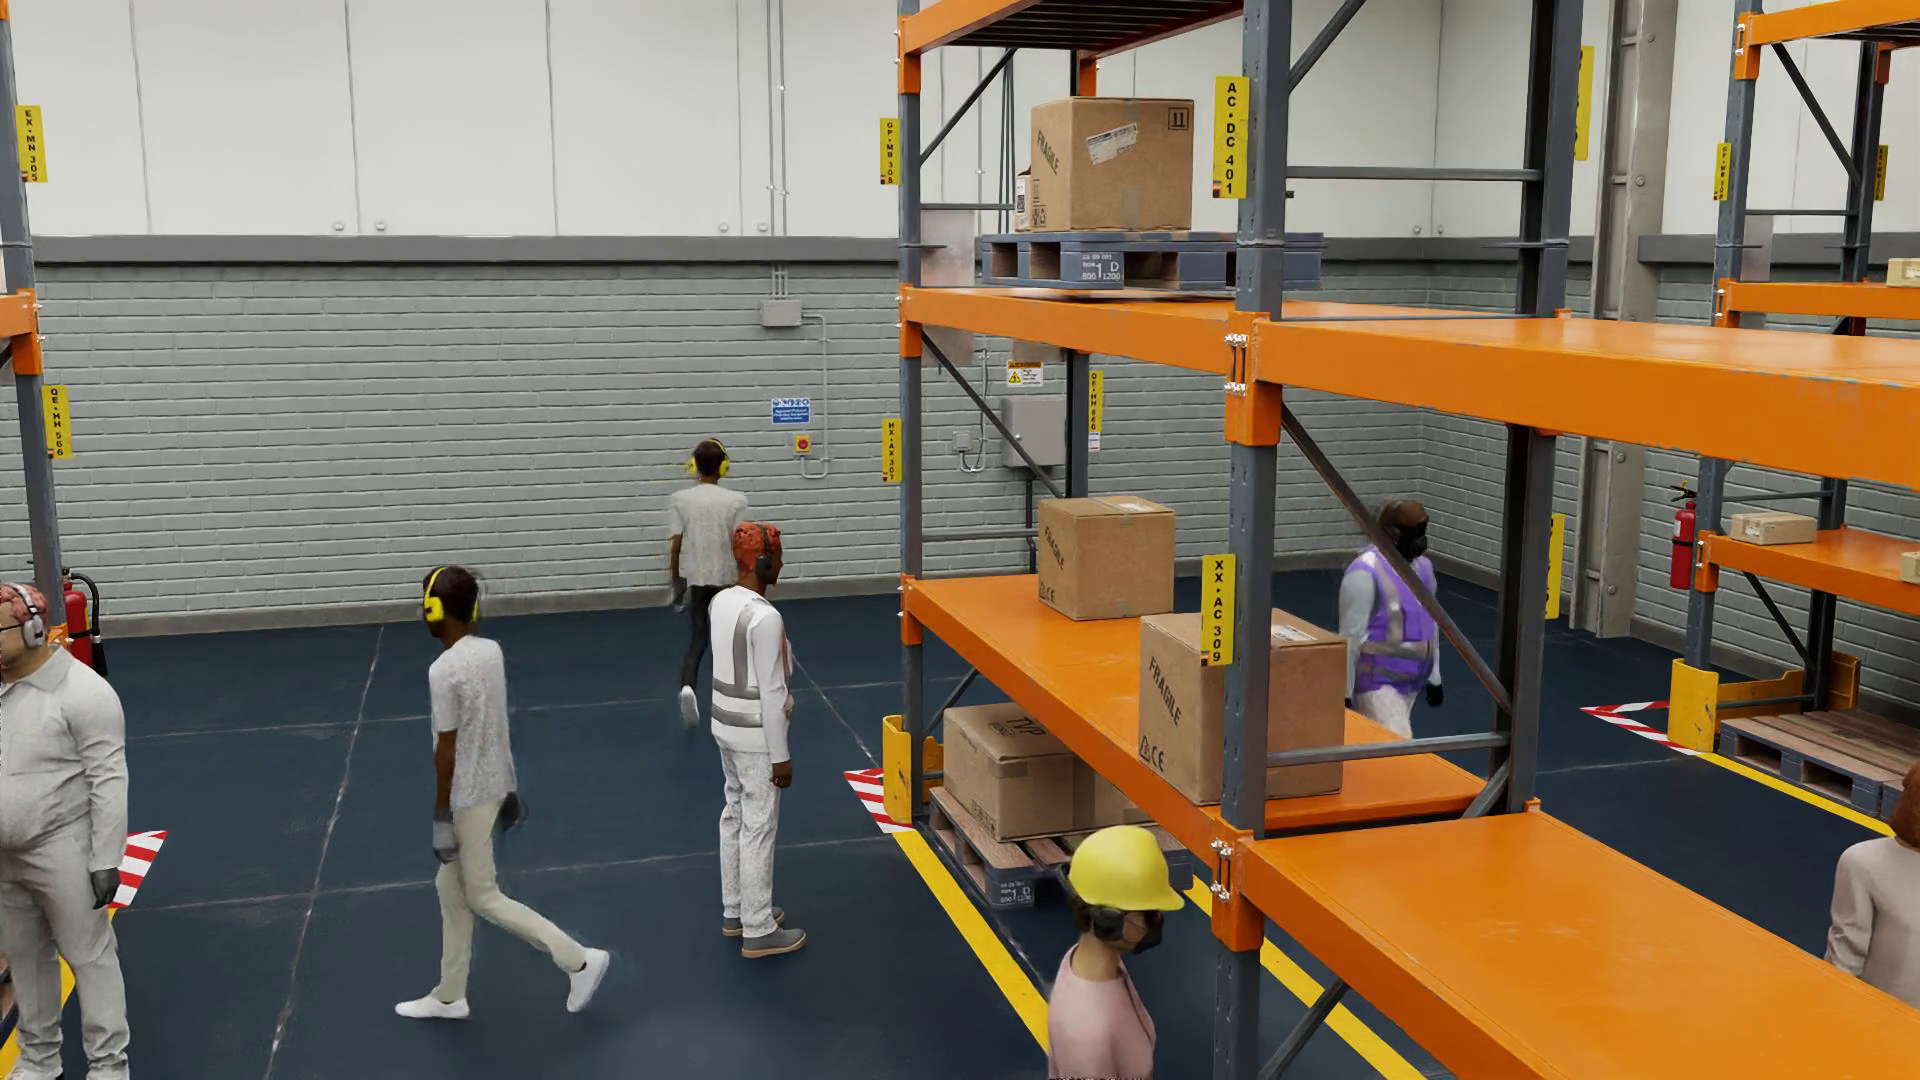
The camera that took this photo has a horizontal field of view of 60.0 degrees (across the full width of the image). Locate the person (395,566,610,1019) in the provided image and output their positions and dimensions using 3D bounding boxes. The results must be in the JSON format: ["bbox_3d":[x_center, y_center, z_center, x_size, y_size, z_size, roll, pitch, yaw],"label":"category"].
[{"bbox_3d":[-1.810,1.009,6.467,0.813,1.827,0.542,1,10,5],"label":"person"}]

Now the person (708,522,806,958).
[{"bbox_3d":[-0.888,0.852,7.184,0.358,1.880,0.575,-6,11,-29],"label":"person"}]

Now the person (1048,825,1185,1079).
[{"bbox_3d":[0.334,1.502,3.814,0.332,1.764,0.531,2,10,9],"label":"person"}]

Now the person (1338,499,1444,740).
[{"bbox_3d":[2.161,0.707,8.148,0.655,1.817,0.705,-10,14,-44],"label":"person"}]

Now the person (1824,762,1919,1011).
[{"bbox_3d":[2.732,1.401,4.746,0.509,1.632,0.267,2,10,14],"label":"person"}]

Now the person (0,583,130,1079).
[{"bbox_3d":[-3.208,1.084,5.780,0.644,1.907,0.400,3,10,16],"label":"person"}]

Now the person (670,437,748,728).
[{"bbox_3d":[-1.579,0.282,10.514,0.517,1.853,0.694,1,10,6],"label":"person"}]
